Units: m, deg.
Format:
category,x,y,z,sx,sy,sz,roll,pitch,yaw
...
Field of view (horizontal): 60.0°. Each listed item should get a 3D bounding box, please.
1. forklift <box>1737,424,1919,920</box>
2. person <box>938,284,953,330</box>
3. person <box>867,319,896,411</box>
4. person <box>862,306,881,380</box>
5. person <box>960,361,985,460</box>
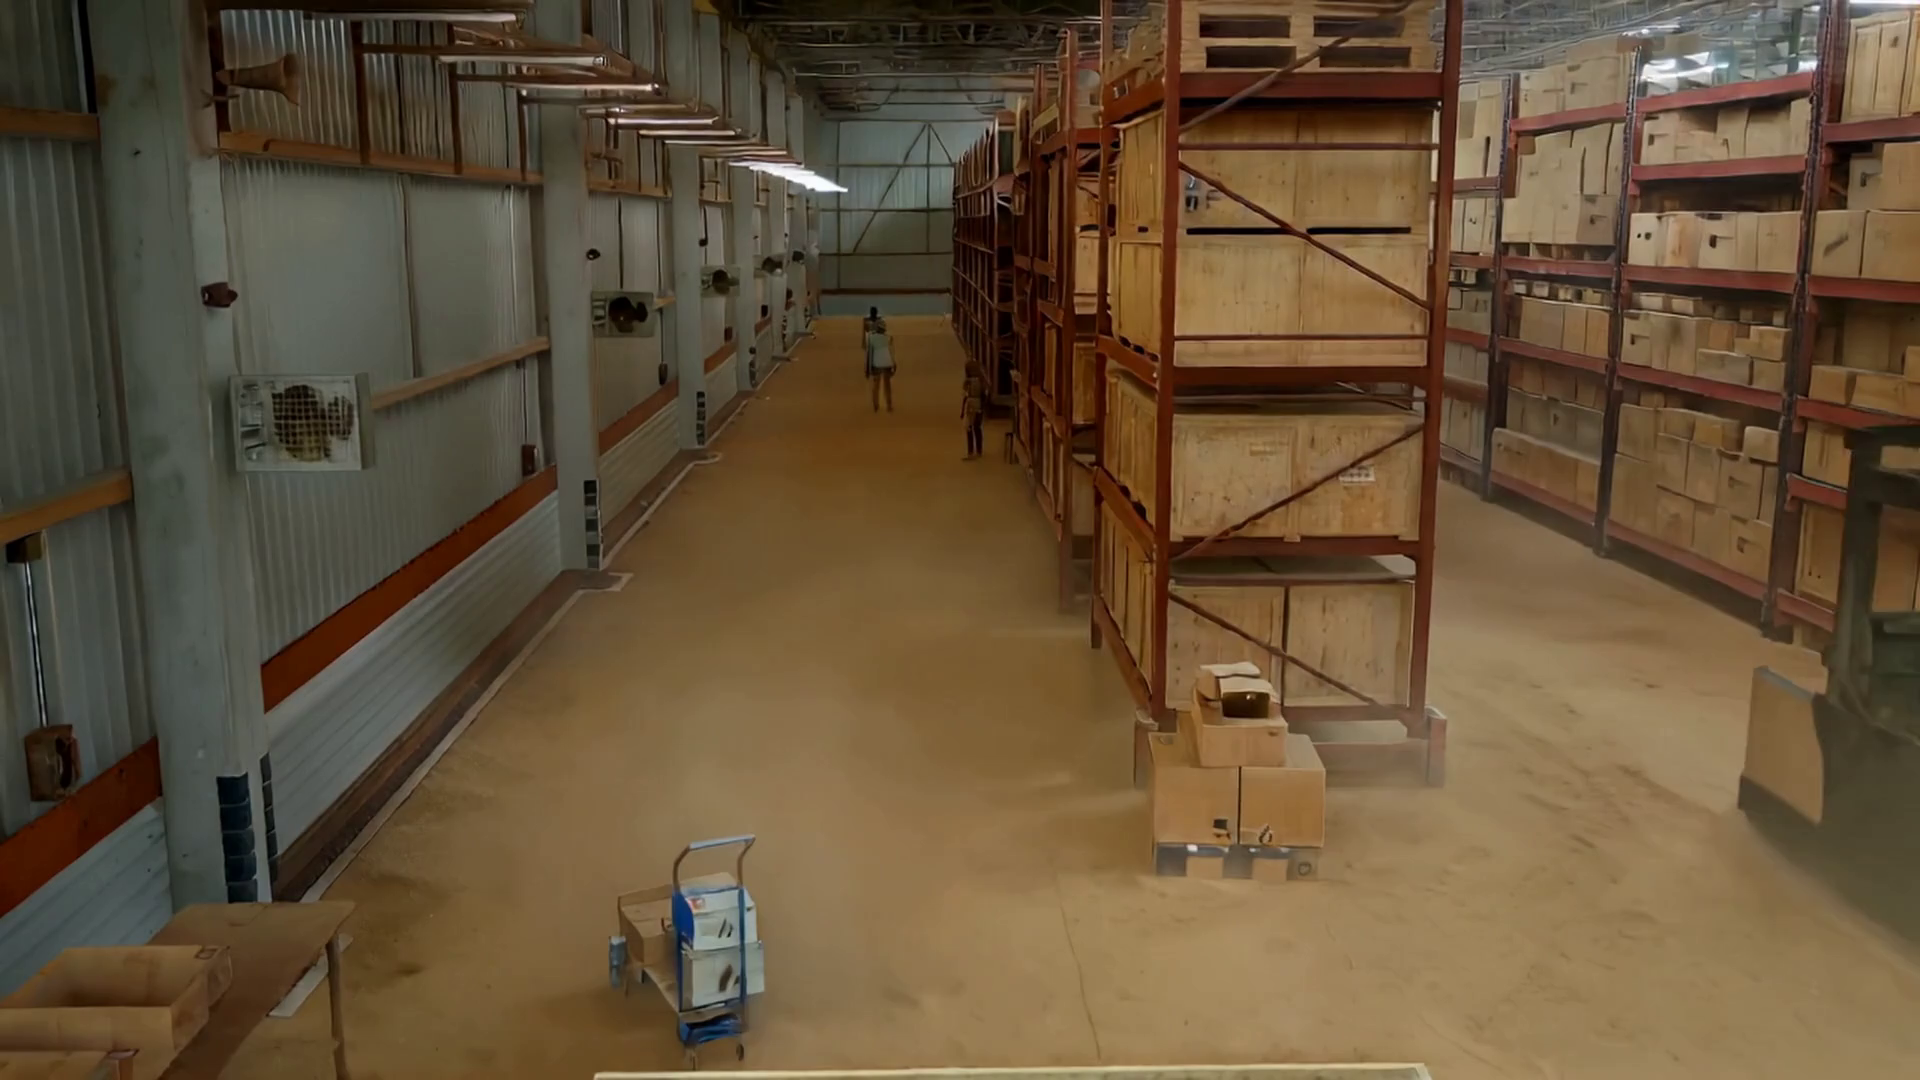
category,x,y,z,sx,sy,sz,roll,pitch,yaw
forklift,5.882,0.677,10.325,1.129,2.768,1.873,0,11,-2
person,-0.416,-8.738,62.398,0.898,1.689,0.654,-3,11,-16
person,-1.677,-3.753,35.719,0.619,1.986,0.410,-3,11,-16
person,-2.230,-5.058,42.718,0.598,1.907,0.406,-2,11,-11
person,0.207,-2.211,28.440,0.318,1.697,0.535,8,14,37
